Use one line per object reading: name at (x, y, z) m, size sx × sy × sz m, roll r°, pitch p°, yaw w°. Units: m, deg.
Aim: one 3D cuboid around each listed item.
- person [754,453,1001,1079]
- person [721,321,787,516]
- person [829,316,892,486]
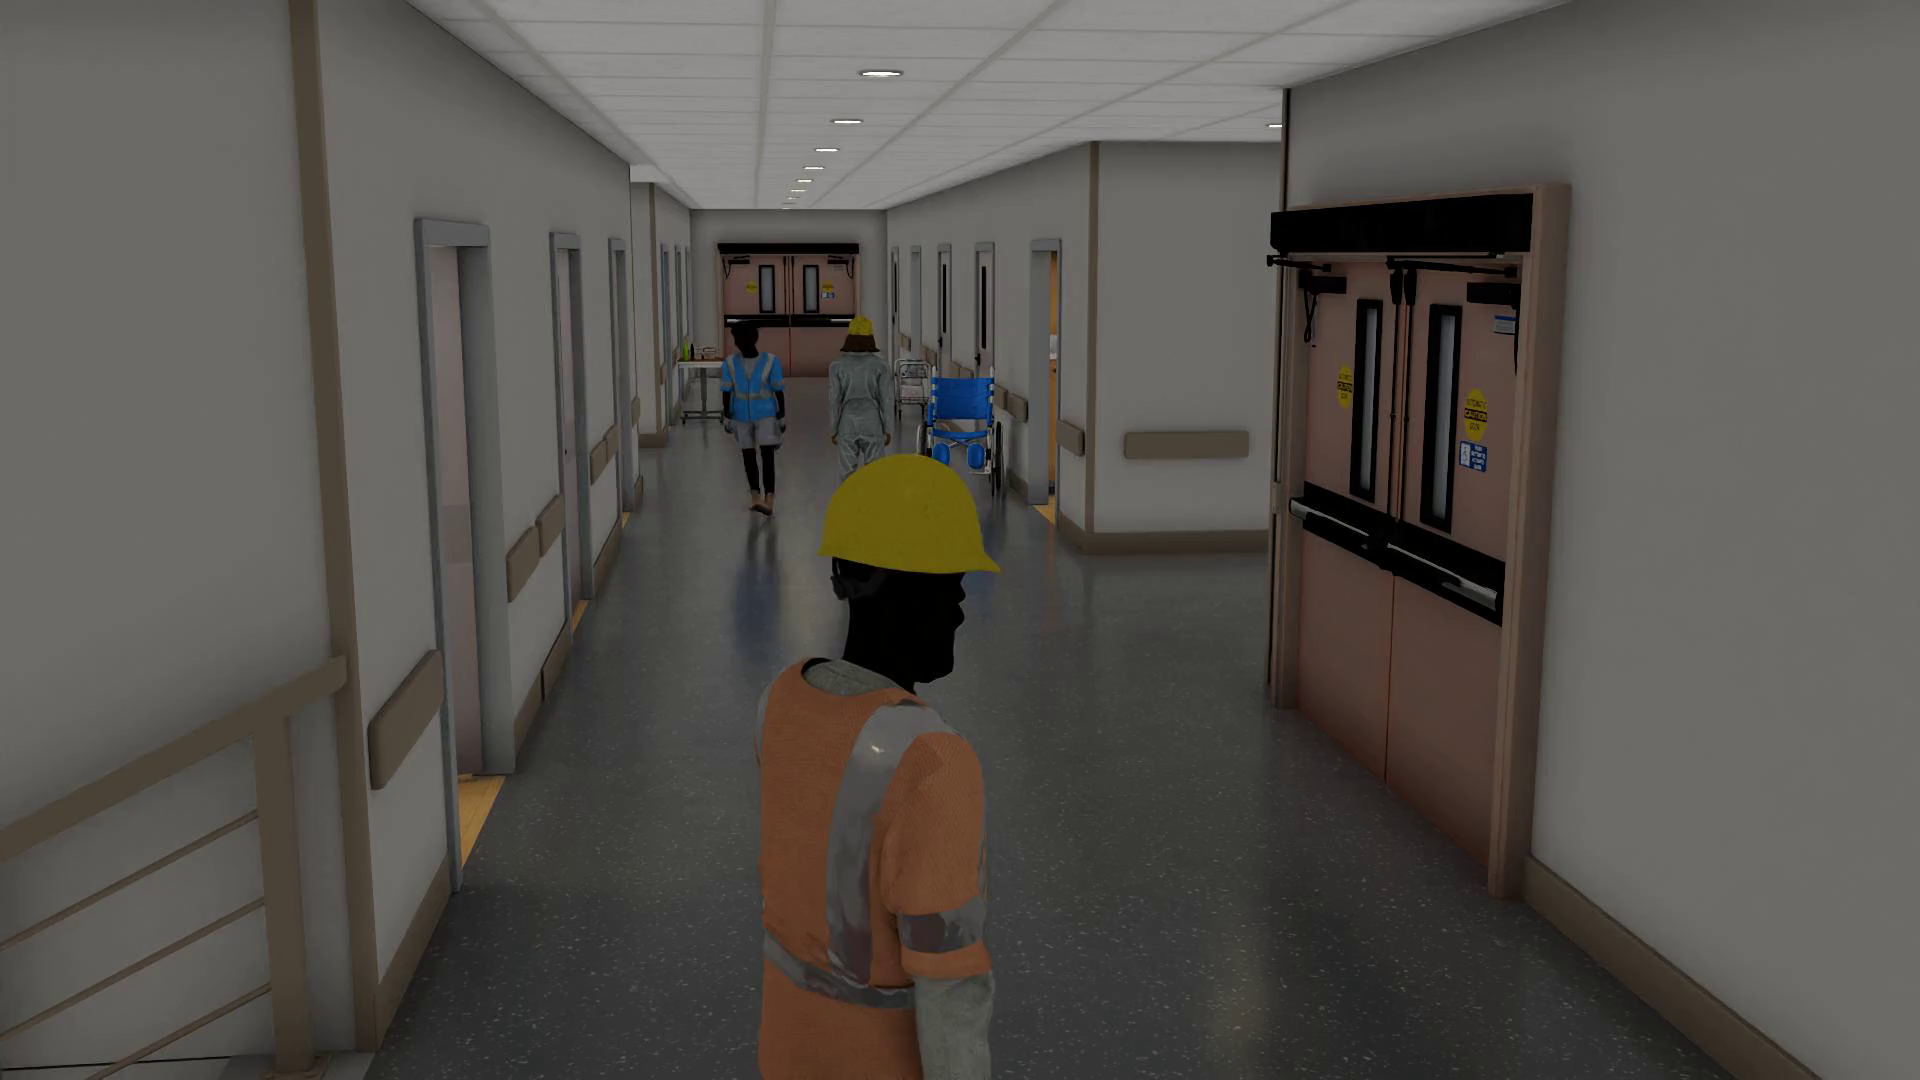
person at (-0.111, 0.822, 2.619) m, size 0.398 × 1.918 × 0.591 m, roll -5°, pitch 11°, yaw -28°
person at (-1.768, -1.032, 14.171) m, size 0.548 × 1.644 × 0.775 m, roll 1°, pitch 10°, yaw 8°
person at (-0.772, -0.874, 12.986) m, size 0.492 × 1.742 × 0.319 m, roll 0°, pitch 10°, yaw 1°
